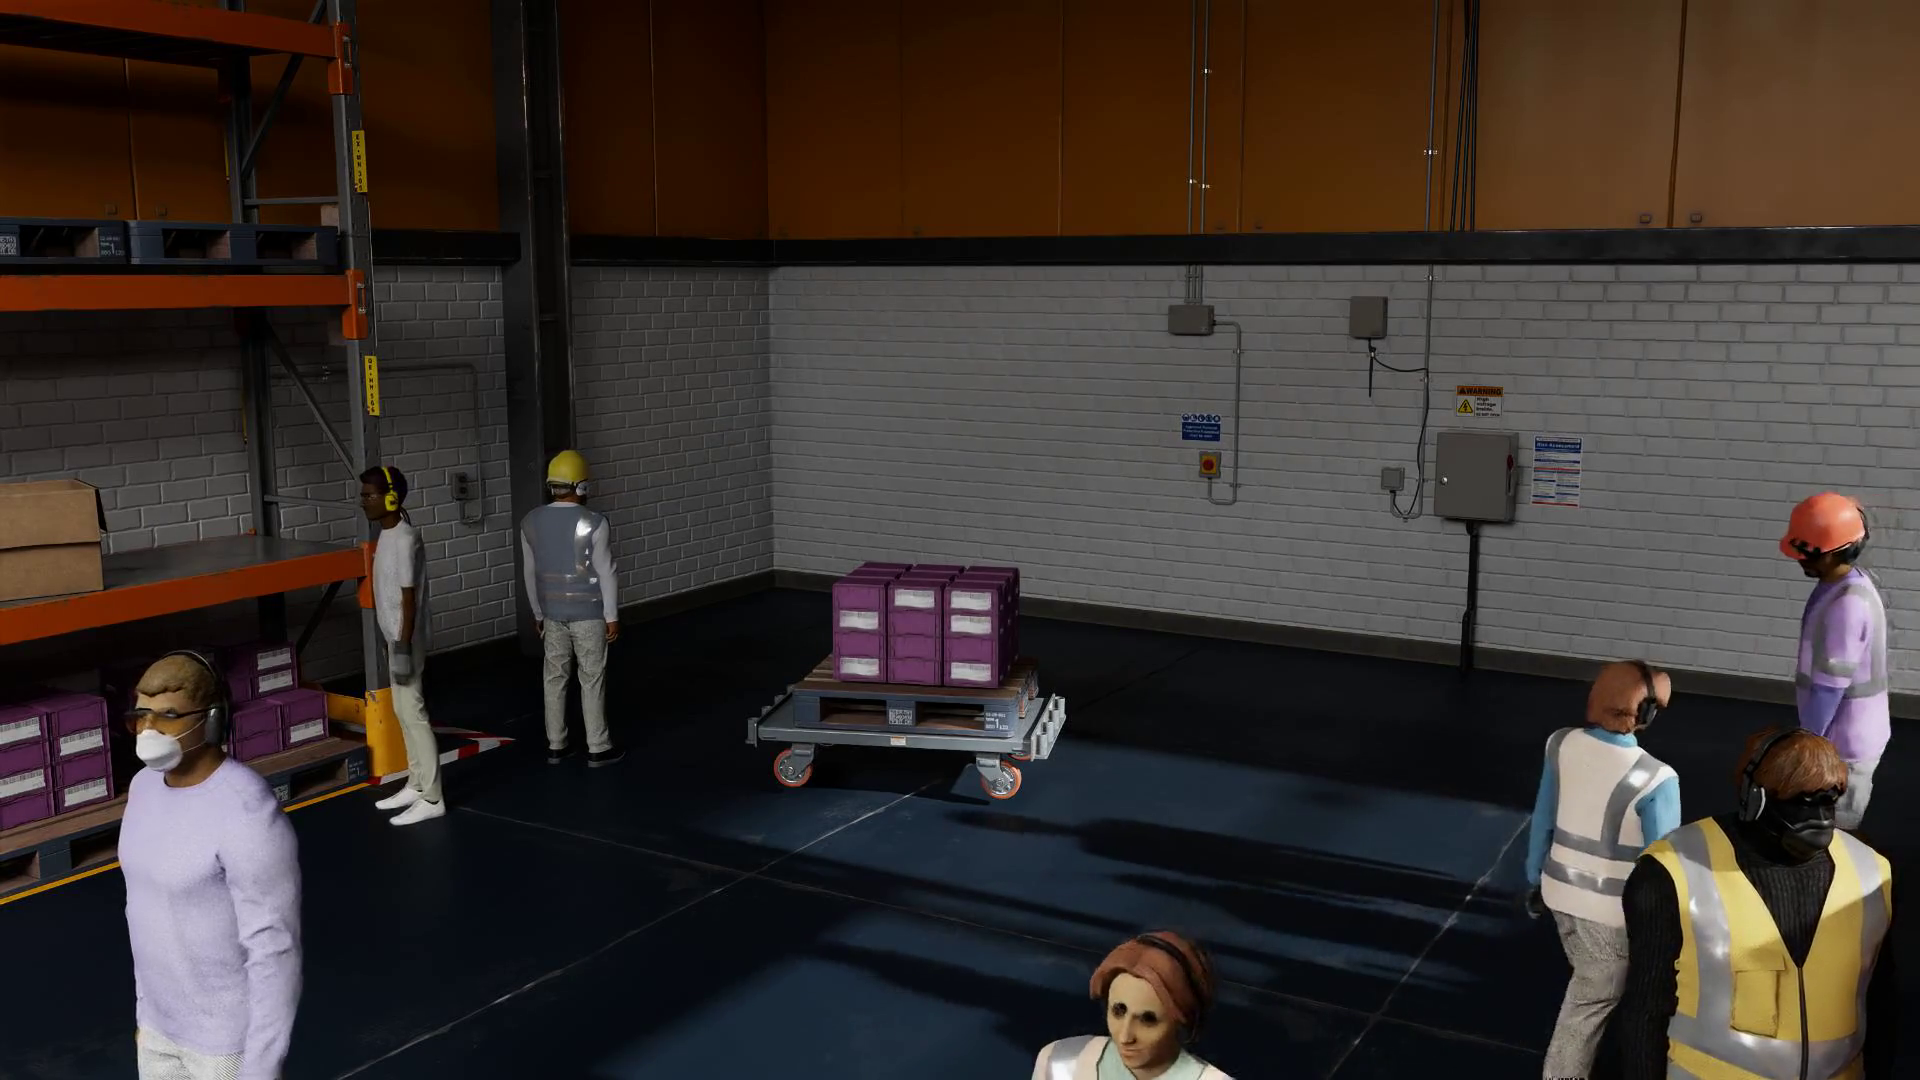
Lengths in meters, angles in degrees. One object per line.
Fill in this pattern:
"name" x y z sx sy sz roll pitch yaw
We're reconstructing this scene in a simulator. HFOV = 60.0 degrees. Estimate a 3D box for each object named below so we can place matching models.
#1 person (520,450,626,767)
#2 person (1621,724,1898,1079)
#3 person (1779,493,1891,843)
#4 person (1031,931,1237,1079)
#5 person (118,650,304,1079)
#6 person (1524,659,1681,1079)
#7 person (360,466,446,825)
"person" -2.213 0.396 9.585 0.590 1.837 0.404 3 10 18
"person" 1.846 1.317 3.855 0.625 1.836 0.428 0 9 1
"person" 3.428 0.785 6.699 0.748 1.984 0.644 3 10 19
"person" 0.363 1.518 3.208 0.529 1.625 0.437 5 11 30
"person" -1.860 1.221 4.116 0.635 1.940 0.367 7 11 36
"person" 2.069 1.179 5.351 0.418 1.615 0.528 -4 10 -23
"person" -2.913 0.537 8.648 0.324 1.861 0.507 -5 11 -31
